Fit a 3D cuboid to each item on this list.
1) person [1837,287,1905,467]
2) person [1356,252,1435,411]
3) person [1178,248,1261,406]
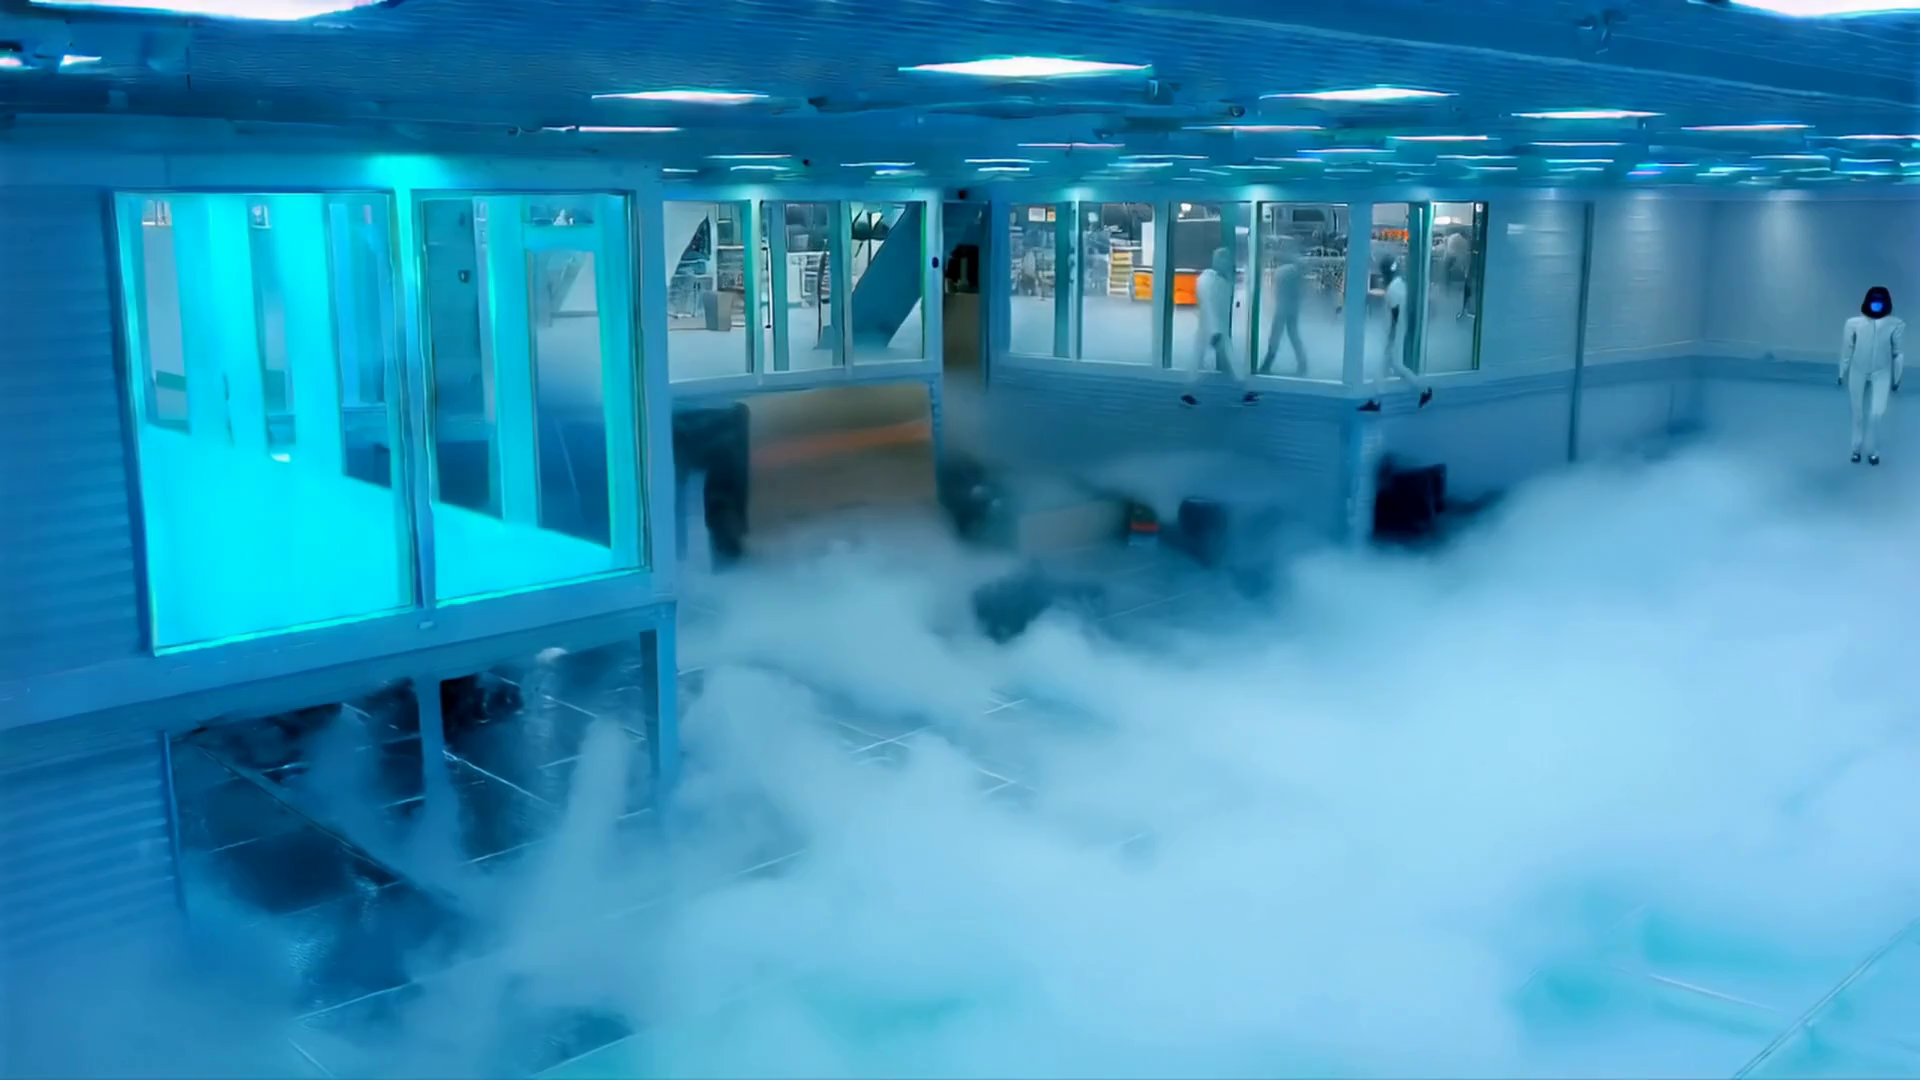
[{"bbox_3d":[8.222,-1.467,15.054,0.501,1.612,0.633,8,14,34],"label":"person"},{"bbox_3d":[5.012,-2.366,18.997,0.797,1.841,0.511,0,11,1],"label":"person"},{"bbox_3d":[3.022,-2.485,19.581,1.040,1.860,0.672,10,15,42],"label":"person"}]
